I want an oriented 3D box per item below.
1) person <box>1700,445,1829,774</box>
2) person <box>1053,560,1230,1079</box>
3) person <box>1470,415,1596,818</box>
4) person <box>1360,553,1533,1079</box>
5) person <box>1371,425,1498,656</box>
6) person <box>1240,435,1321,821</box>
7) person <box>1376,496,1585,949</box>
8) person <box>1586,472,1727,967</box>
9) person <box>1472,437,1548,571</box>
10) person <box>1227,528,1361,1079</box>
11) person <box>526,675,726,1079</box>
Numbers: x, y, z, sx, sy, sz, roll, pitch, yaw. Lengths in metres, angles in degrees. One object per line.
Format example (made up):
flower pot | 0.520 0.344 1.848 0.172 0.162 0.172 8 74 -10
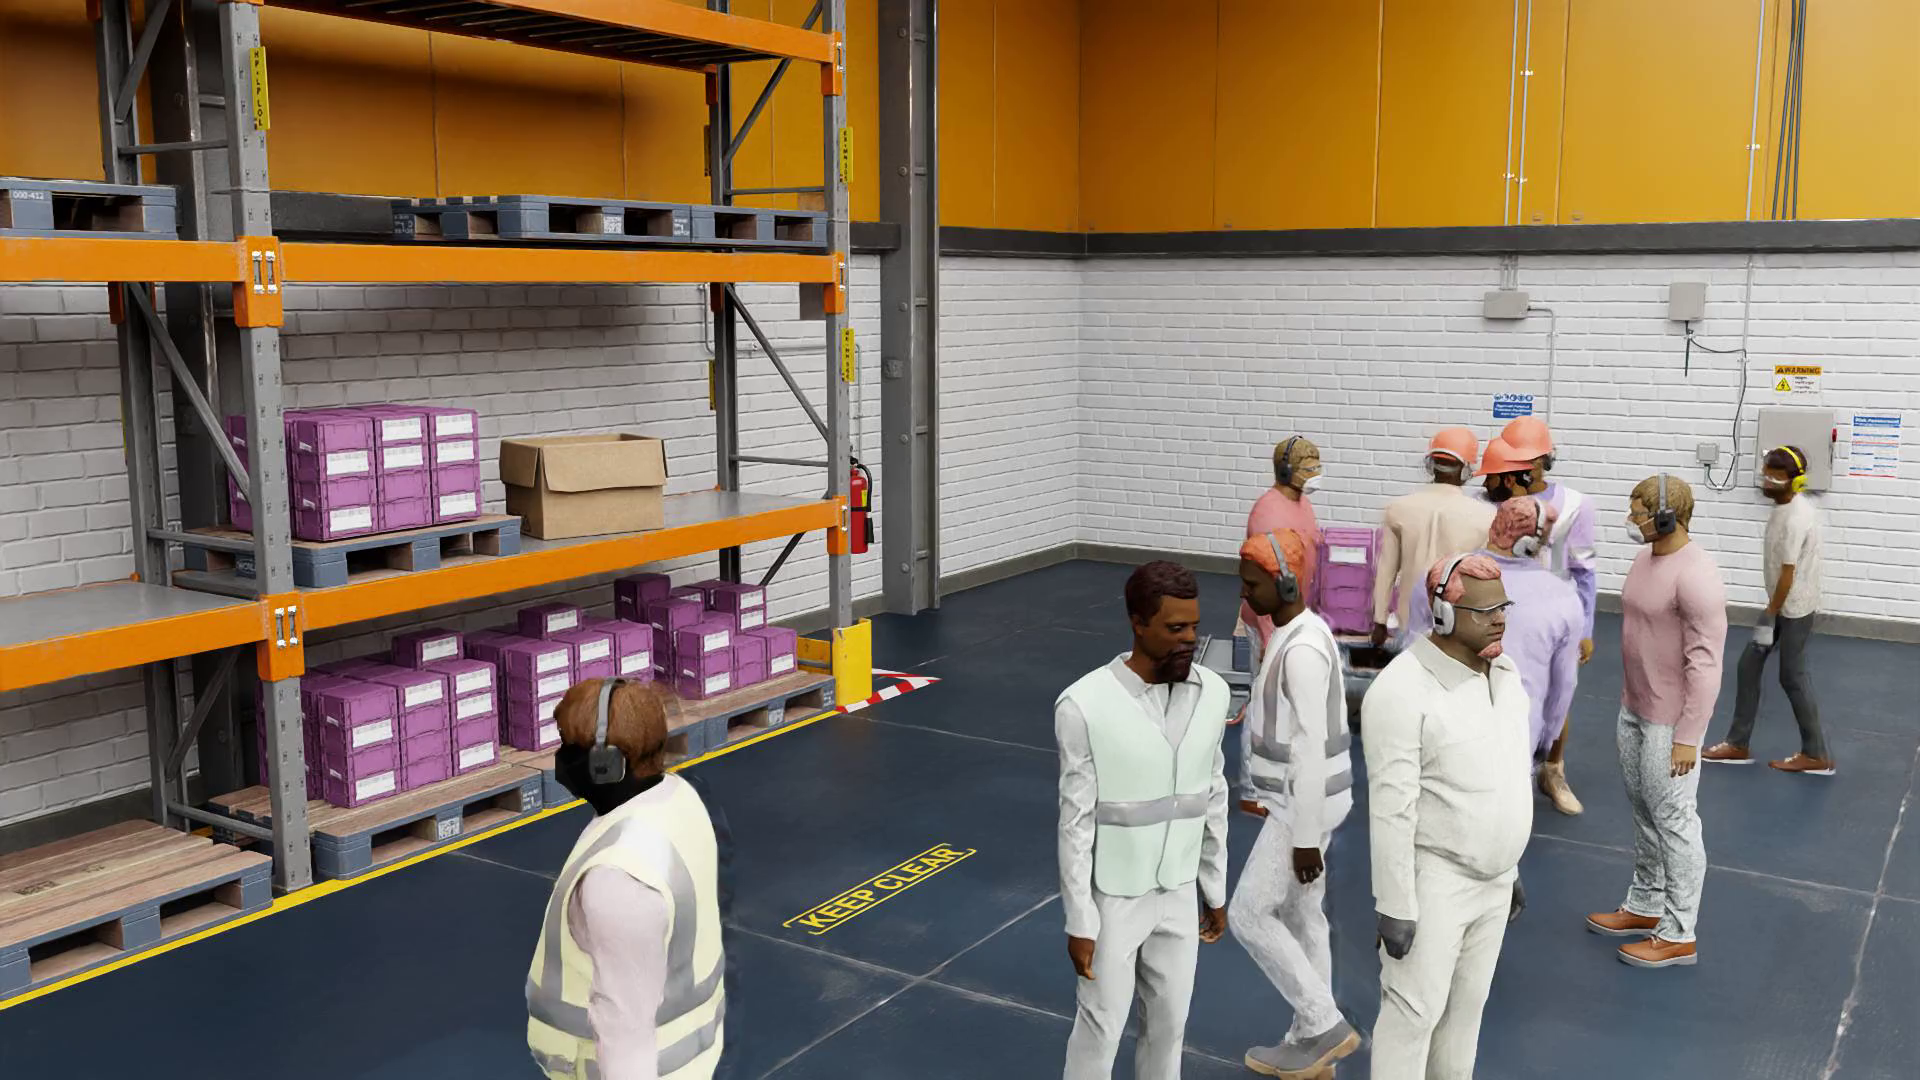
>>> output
person | 4.372 0.383 8.955 0.766 1.813 0.605 2 9 12
person | 0.506 0.993 4.701 0.591 1.910 0.394 -6 10 -33
person | 2.810 0.389 8.240 0.639 2.027 0.540 5 10 27
person | 1.426 0.980 4.783 0.643 1.908 0.408 -8 12 -41
person | 2.350 0.416 8.269 0.627 1.964 0.793 6 10 32
person | 1.587 0.438 8.263 0.377 1.928 0.634 4 10 26
person | 2.003 0.751 6.453 0.713 1.857 0.419 1 9 8
person | 2.751 0.698 6.521 0.351 1.934 0.635 0 9 1
person | 2.675 0.456 8.151 0.391 1.923 0.548 3 9 21
person | 1.092 0.886 5.500 0.420 1.867 0.627 2 9 10
person | -0.672 1.187 3.754 0.828 1.816 0.633 0 9 2
